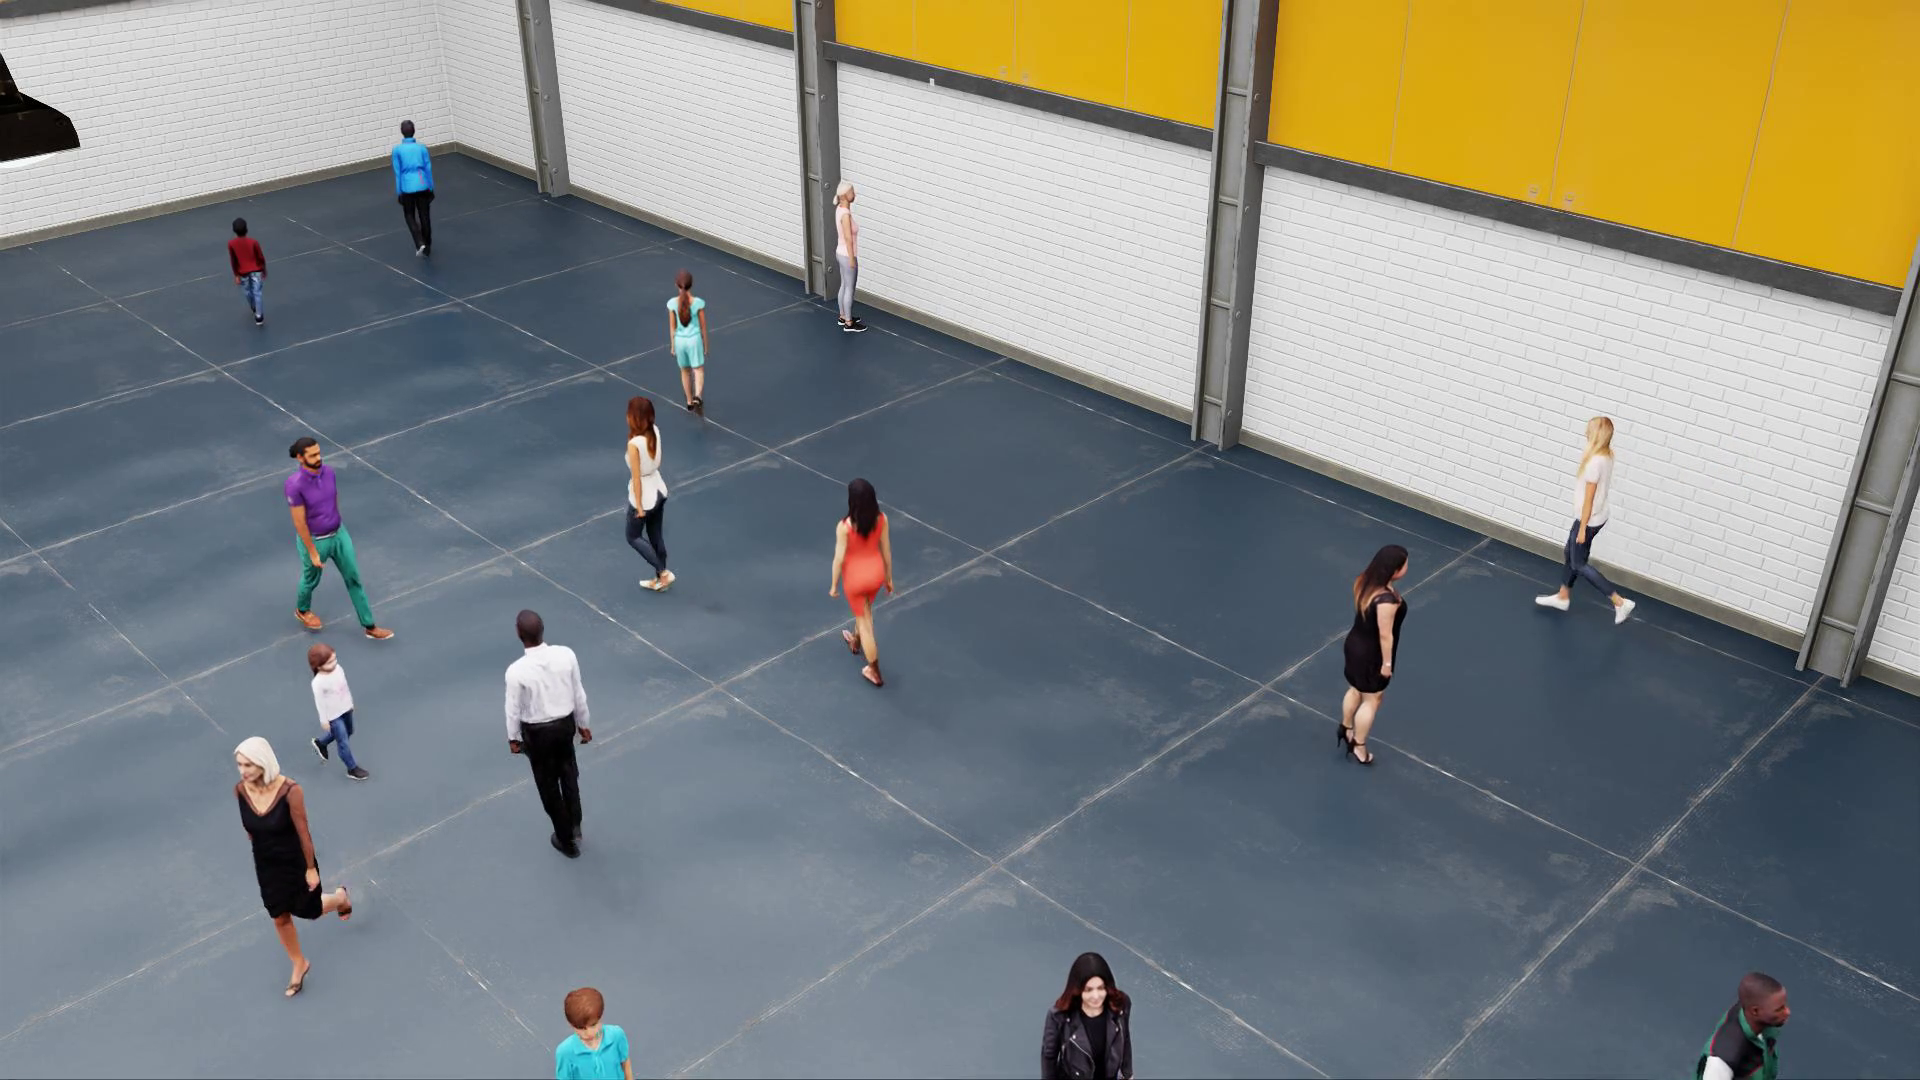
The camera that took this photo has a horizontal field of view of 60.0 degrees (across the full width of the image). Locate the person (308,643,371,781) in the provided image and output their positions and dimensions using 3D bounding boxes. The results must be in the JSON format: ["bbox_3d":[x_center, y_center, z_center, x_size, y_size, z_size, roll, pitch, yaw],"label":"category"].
[{"bbox_3d":[-4.408,1.175,11.632,0.765,1.103,0.634,6,29,12],"label":"person"}]

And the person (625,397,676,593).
[{"bbox_3d":[-2.499,-0.337,13.702,0.734,1.775,0.687,13,31,22],"label":"person"}]

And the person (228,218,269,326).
[{"bbox_3d":[-8.258,-3.097,19.335,0.753,1.228,0.932,-9,30,-16],"label":"person"}]

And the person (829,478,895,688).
[{"bbox_3d":[-0.680,0.354,12.516,0.721,1.698,0.978,-18,34,-30],"label":"person"}]

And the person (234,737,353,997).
[{"bbox_3d":[-3.899,1.845,9.750,0.948,1.731,0.952,6,29,10],"label":"person"}]

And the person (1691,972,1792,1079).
[{"bbox_3d":[3.578,2.751,8.010,1.221,1.807,0.784,20,34,32],"label":"person"}]

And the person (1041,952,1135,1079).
[{"bbox_3d":[0.616,2.708,8.269,0.723,1.634,0.716,-9,30,-16],"label":"person"}]

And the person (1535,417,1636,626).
[{"bbox_3d":[5.127,-0.118,13.291,1.075,1.784,0.786,20,34,32],"label":"person"}]

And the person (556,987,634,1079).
[{"bbox_3d":[-1.801,2.799,8.295,0.569,1.449,0.558,-16,32,-26],"label":"person"}]

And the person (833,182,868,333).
[{"bbox_3d":[-1.304,-3.271,19.132,0.703,1.726,0.607,-8,30,-14],"label":"person"}]

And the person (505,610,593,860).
[{"bbox_3d":[-2.587,1.298,10.651,0.715,1.827,0.694,-19,34,-31],"label":"person"}]

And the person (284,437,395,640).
[{"bbox_3d":[-5.110,0.003,13.132,1.255,1.725,0.801,17,33,28],"label":"person"}]

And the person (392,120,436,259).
[{"bbox_3d":[-6.939,-4.444,21.219,0.776,1.787,0.863,-12,31,-21],"label":"person"}]

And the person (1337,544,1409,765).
[{"bbox_3d":[2.874,0.802,11.684,0.815,1.709,0.718,-5,29,-9],"label":"person"}]

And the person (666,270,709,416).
[{"bbox_3d":[-2.766,-1.979,16.952,0.828,1.546,0.922,-3,29,-6],"label":"person"}]
